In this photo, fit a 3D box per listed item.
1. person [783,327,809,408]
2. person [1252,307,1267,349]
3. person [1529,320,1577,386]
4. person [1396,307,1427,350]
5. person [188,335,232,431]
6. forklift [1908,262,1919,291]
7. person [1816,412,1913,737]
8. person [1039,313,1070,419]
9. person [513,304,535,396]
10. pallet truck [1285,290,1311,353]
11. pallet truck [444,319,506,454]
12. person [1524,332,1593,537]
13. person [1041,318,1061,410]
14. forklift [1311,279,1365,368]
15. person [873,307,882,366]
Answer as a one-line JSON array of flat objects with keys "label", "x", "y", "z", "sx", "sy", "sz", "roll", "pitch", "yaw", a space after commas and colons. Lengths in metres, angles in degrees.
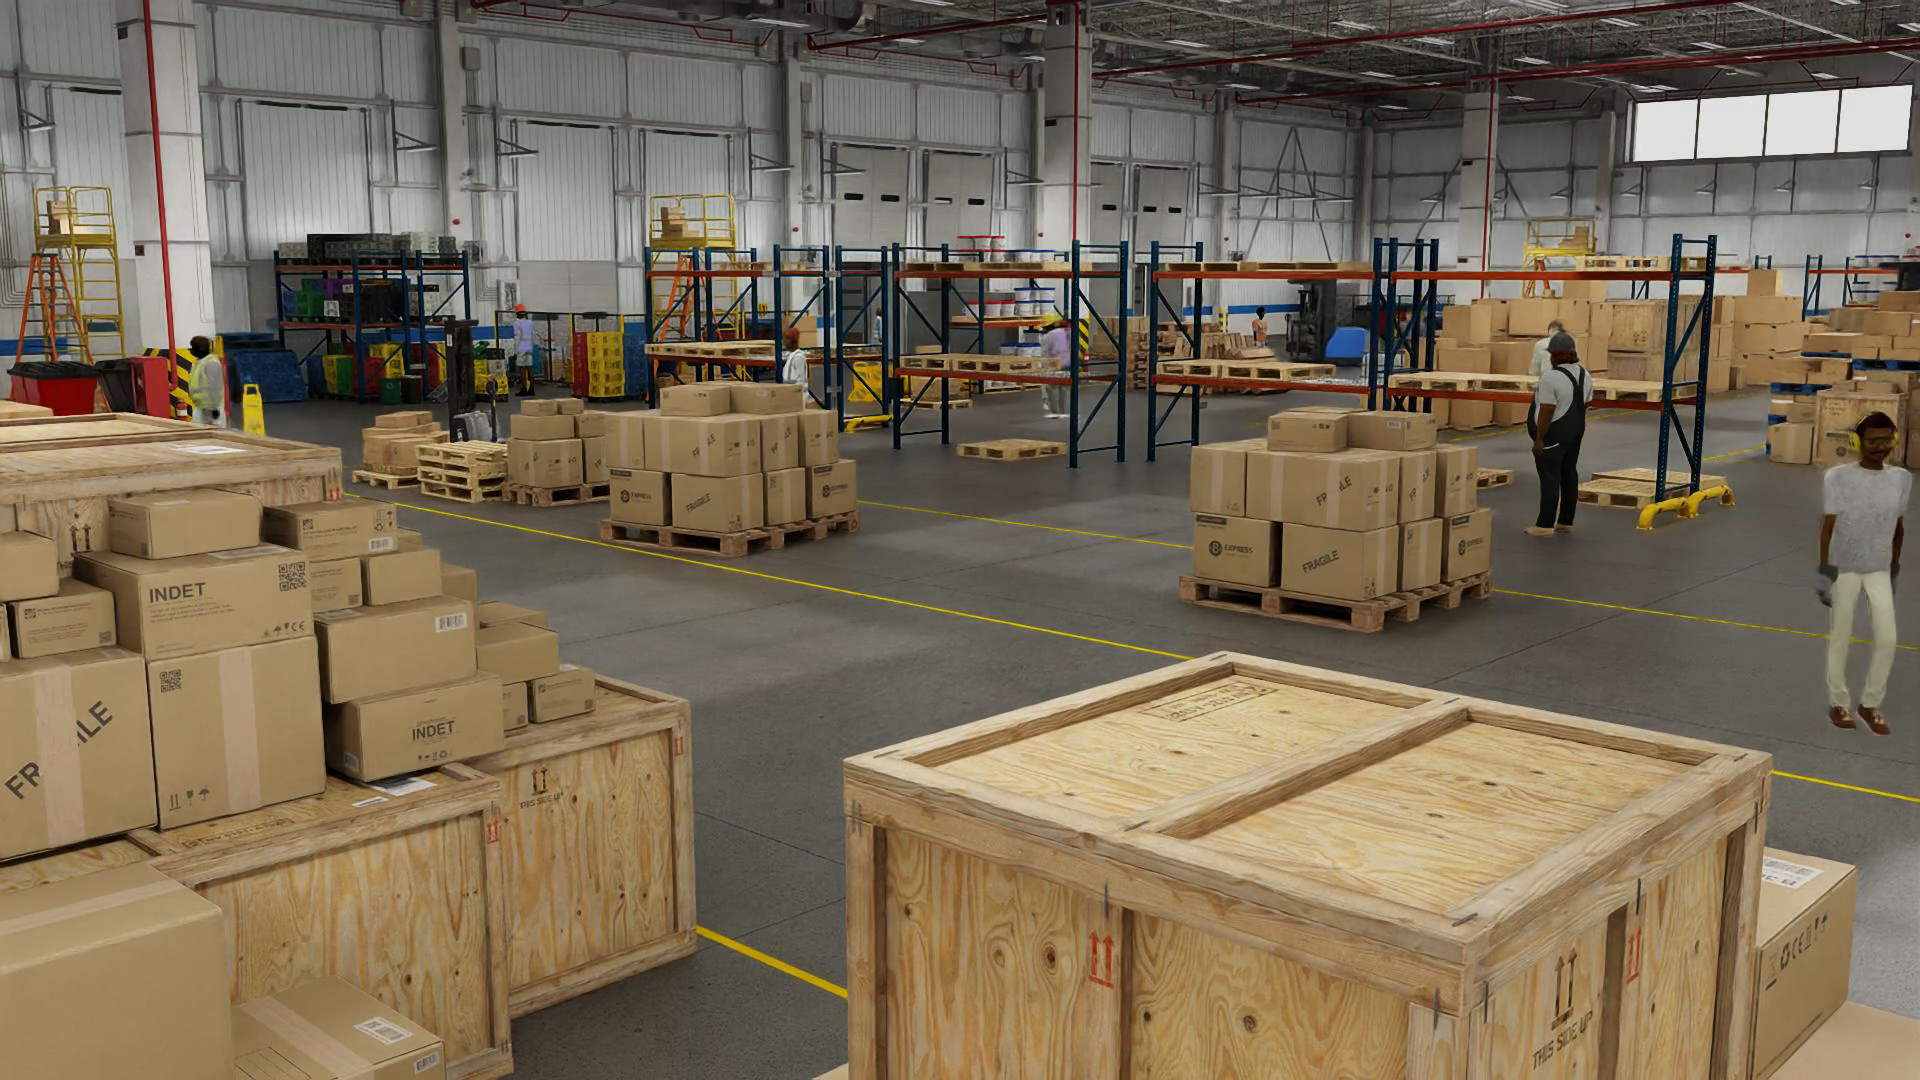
[{"label": "person", "x": -2.186, "y": -1.867, "z": 22.033, "sx": 0.356, "sy": 1.886, "sz": 0.572, "roll": -2, "pitch": 10, "yaw": -13}, {"label": "person", "x": 7.566, "y": -5.023, "z": 41.965, "sx": 0.318, "sy": 1.697, "sz": 0.536, "roll": 9, "pitch": 13, "yaw": 43}, {"label": "person", "x": 8.880, "y": -2.346, "z": 24.997, "sx": 1.033, "sy": 1.886, "sz": 0.639, "roll": -9, "pitch": 13, "yaw": -43}, {"label": "person", "x": 8.941, "y": -3.684, "z": 33.149, "sx": 0.655, "sy": 1.888, "sz": 0.985, "roll": 7, "pitch": 11, "yaw": 36}, {"label": "person", "x": -9.791, "y": -1.791, "z": 21.869, "sx": 0.912, "sy": 1.813, "sz": 0.638, "roll": -9, "pitch": 13, "yaw": -44}, {"label": "forklift", "x": 23.804, "y": -5.462, "z": 41.032, "sx": 1.129, "sy": 2.768, "sz": 1.873, "roll": -3, "pitch": 10, "yaw": -15}, {"label": "person", "x": 5.136, "y": 0.201, "z": 9.471, "sx": 0.522, "sy": 1.851, "sz": 0.585, "roll": 2, "pitch": 9, "yaw": 10}, {"label": "person", "x": 1.706, "y": -3.083, "z": 29.548, "sx": 0.710, "sy": 1.876, "sz": 0.379, "roll": -9, "pitch": 13, "yaw": -43}, {"label": "person", "x": -9.141, "y": -3.960, "z": 34.732, "sx": 0.379, "sy": 1.927, "sz": 0.550, "roll": 5, "pitch": 10, "yaw": 28}, {"label": "pallet truck", "x": 11.297, "y": -6.951, "z": 52.861, "sx": 1.885, "sy": 1.965, "sz": 0.823, "roll": -5, "pitch": 11, "yaw": -29}, {"label": "pallet truck", "x": -6.981, "y": -1.942, "z": 22.150, "sx": 1.885, "sy": 1.965, "sz": 0.823, "roll": 1, "pitch": 9, "yaw": 9}, {"label": "person", "x": 5.918, "y": -1.055, "z": 16.582, "sx": 0.683, "sy": 2.000, "sz": 0.538, "roll": -6, "pitch": 11, "yaw": -34}, {"label": "person", "x": 1.769, "y": -3.316, "z": 31.383, "sx": 0.487, "sy": 1.737, "sz": 0.322, "roll": -2, "pitch": 10, "yaw": -13}, {"label": "forklift", "x": 9.805, "y": -6.000, "z": 44.334, "sx": 1.873, "sy": 2.768, "sz": 1.129, "roll": 0, "pitch": 9, "yaw": 2}, {"label": "person", "x": -2.151, "y": -5.390, "z": 44.422, "sx": 0.320, "sy": 1.632, "sz": 0.525, "roll": 0, "pitch": 9, "yaw": -2}]
